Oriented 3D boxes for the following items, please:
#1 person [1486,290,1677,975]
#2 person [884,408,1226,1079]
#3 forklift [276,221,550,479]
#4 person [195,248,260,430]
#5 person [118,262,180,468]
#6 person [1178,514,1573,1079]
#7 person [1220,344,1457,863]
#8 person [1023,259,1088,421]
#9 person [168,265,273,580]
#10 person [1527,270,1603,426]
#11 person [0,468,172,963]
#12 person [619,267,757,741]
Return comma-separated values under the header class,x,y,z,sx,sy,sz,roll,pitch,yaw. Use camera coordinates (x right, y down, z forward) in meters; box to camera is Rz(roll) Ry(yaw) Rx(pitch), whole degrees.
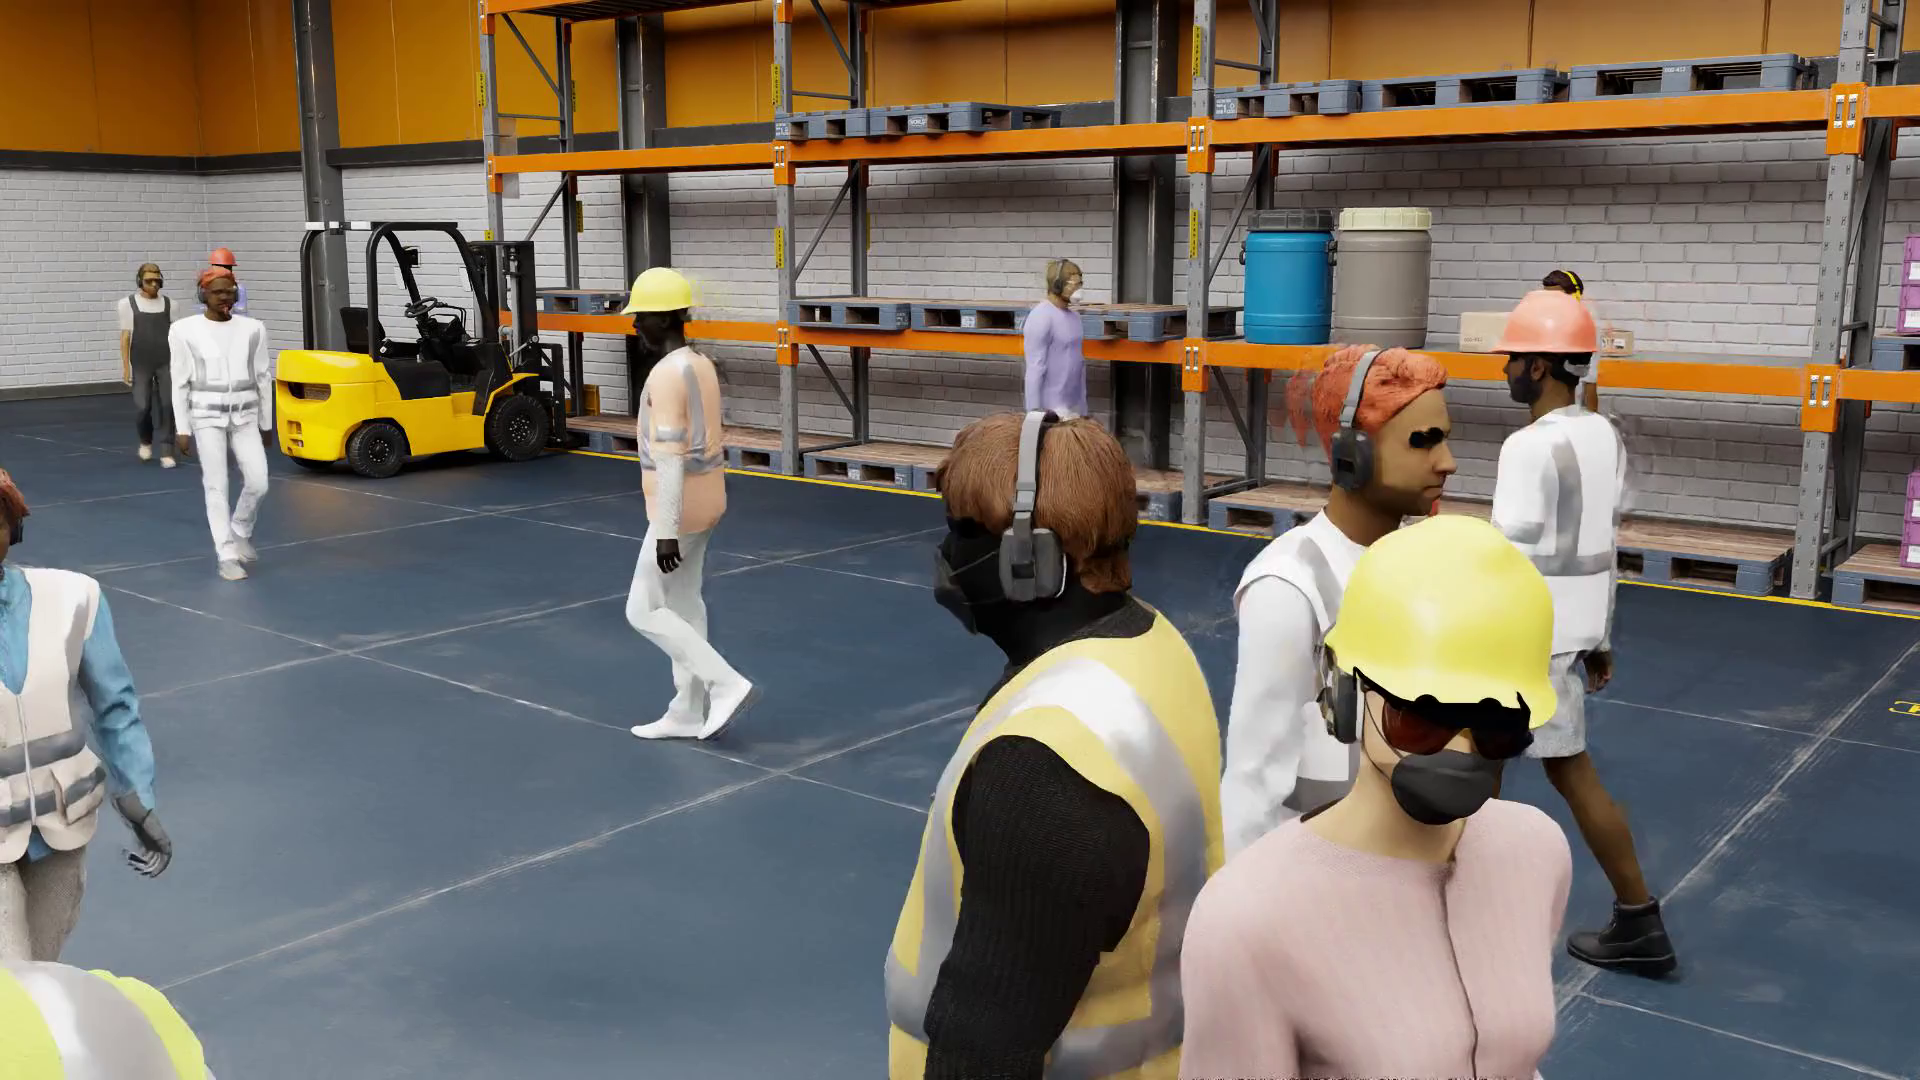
class,x,y,z,sx,sy,sz,roll,pitch,yaw
person,1.644,0.245,4.714,0.977,1.890,0.558,9,13,40
person,0.100,0.751,2.088,0.471,1.826,0.632,2,10,10
forklift,-4.922,-1.741,14.854,1.214,2.155,2.313,8,13,38
person,-7.645,-2.065,17.360,0.553,1.935,0.364,1,10,4
person,-7.170,-1.547,14.784,0.520,1.828,0.457,-7,13,-35
person,0.445,0.840,1.746,0.526,1.765,0.330,-7,12,-33
person,0.760,0.611,2.781,0.924,1.841,0.606,6,12,32
person,0.637,-0.841,10.665,0.840,1.911,0.647,5,11,26
person,-4.418,-0.700,9.981,0.587,1.875,0.455,-8,13,-39
person,3.329,-0.563,9.267,0.320,1.861,0.515,-4,11,-19
person,-1.960,0.621,3.437,0.851,1.594,0.513,7,12,35
person,-1.112,-0.114,6.605,0.446,1.913,0.616,1,10,4
